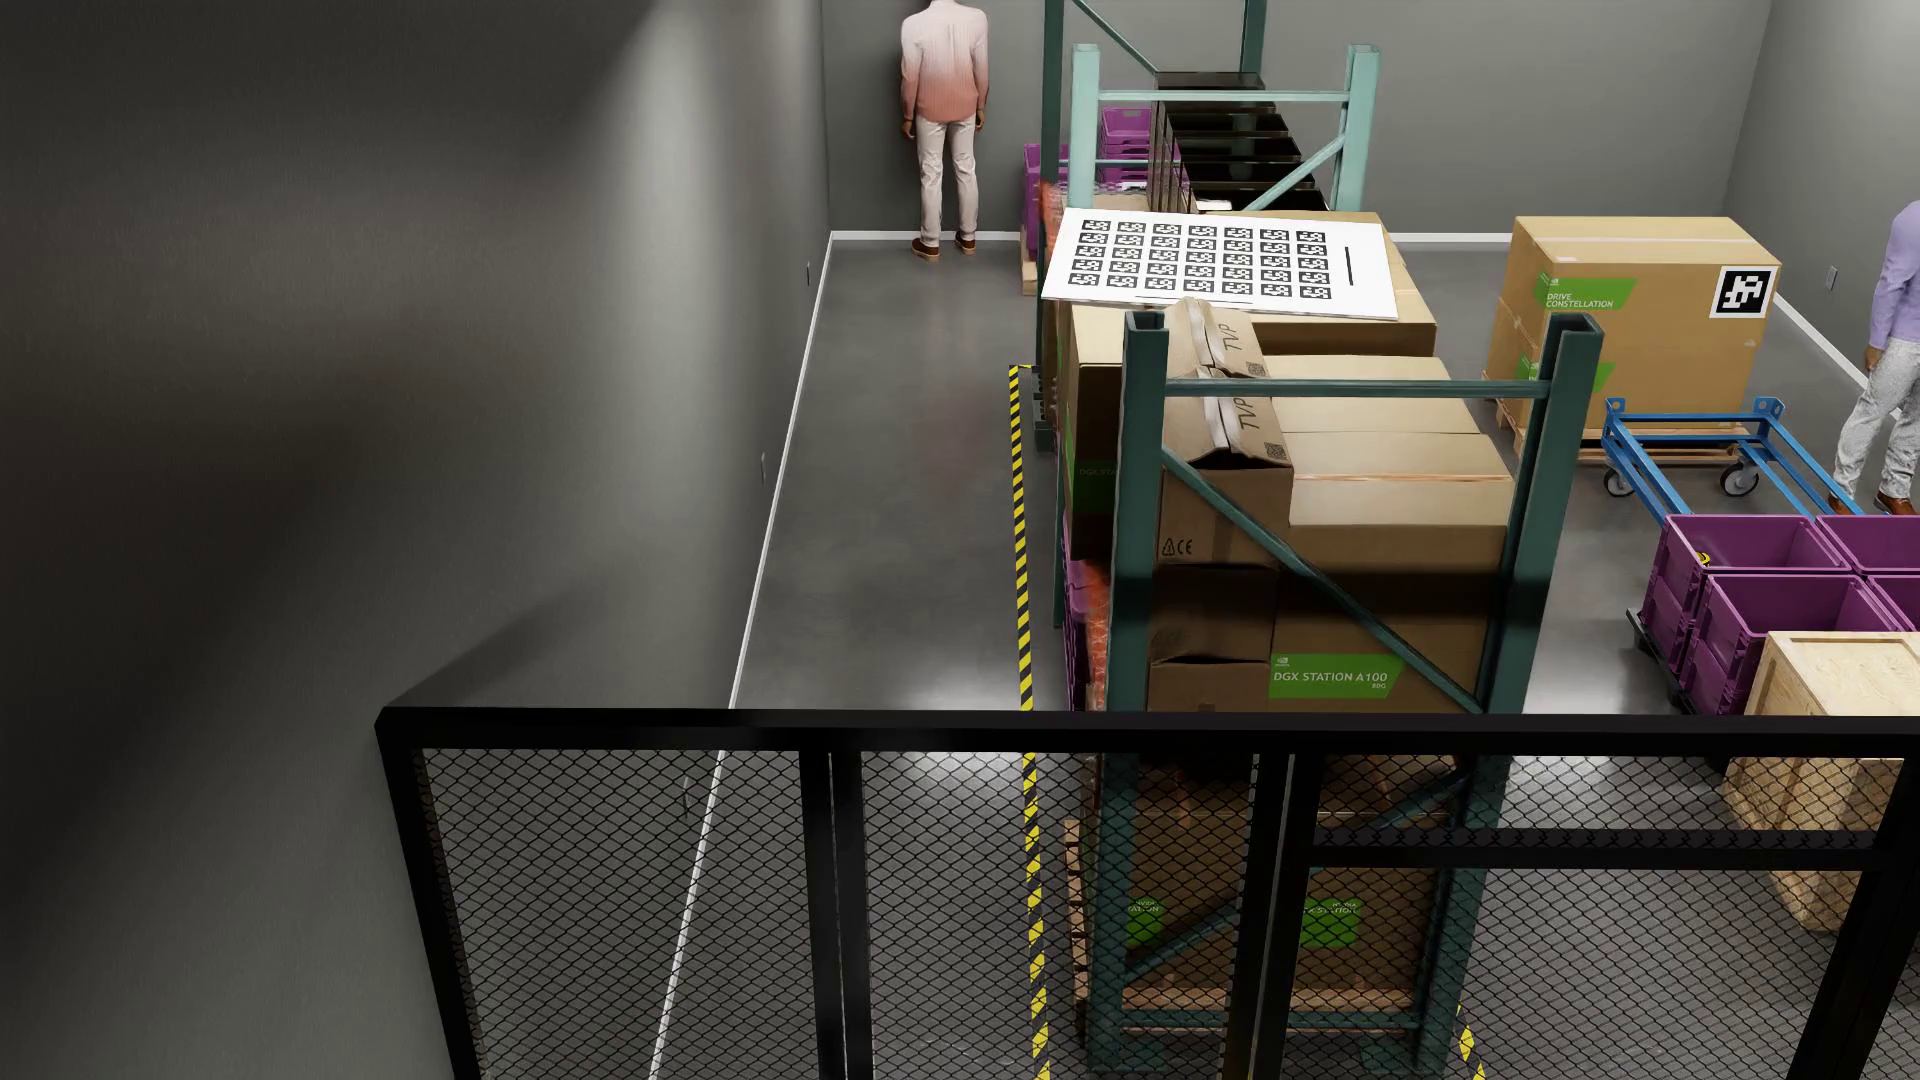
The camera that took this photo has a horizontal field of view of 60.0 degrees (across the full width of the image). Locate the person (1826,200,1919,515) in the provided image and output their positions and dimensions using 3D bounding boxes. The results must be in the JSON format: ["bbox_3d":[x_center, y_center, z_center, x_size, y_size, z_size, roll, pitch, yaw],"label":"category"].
[{"bbox_3d":[4.543,-0.943,7.781,0.628,1.940,0.378,0,31,0],"label":"person"}]

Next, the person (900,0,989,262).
[{"bbox_3d":[-0.106,-2.810,10.830,0.608,1.995,0.376,-12,33,-20],"label":"person"}]
